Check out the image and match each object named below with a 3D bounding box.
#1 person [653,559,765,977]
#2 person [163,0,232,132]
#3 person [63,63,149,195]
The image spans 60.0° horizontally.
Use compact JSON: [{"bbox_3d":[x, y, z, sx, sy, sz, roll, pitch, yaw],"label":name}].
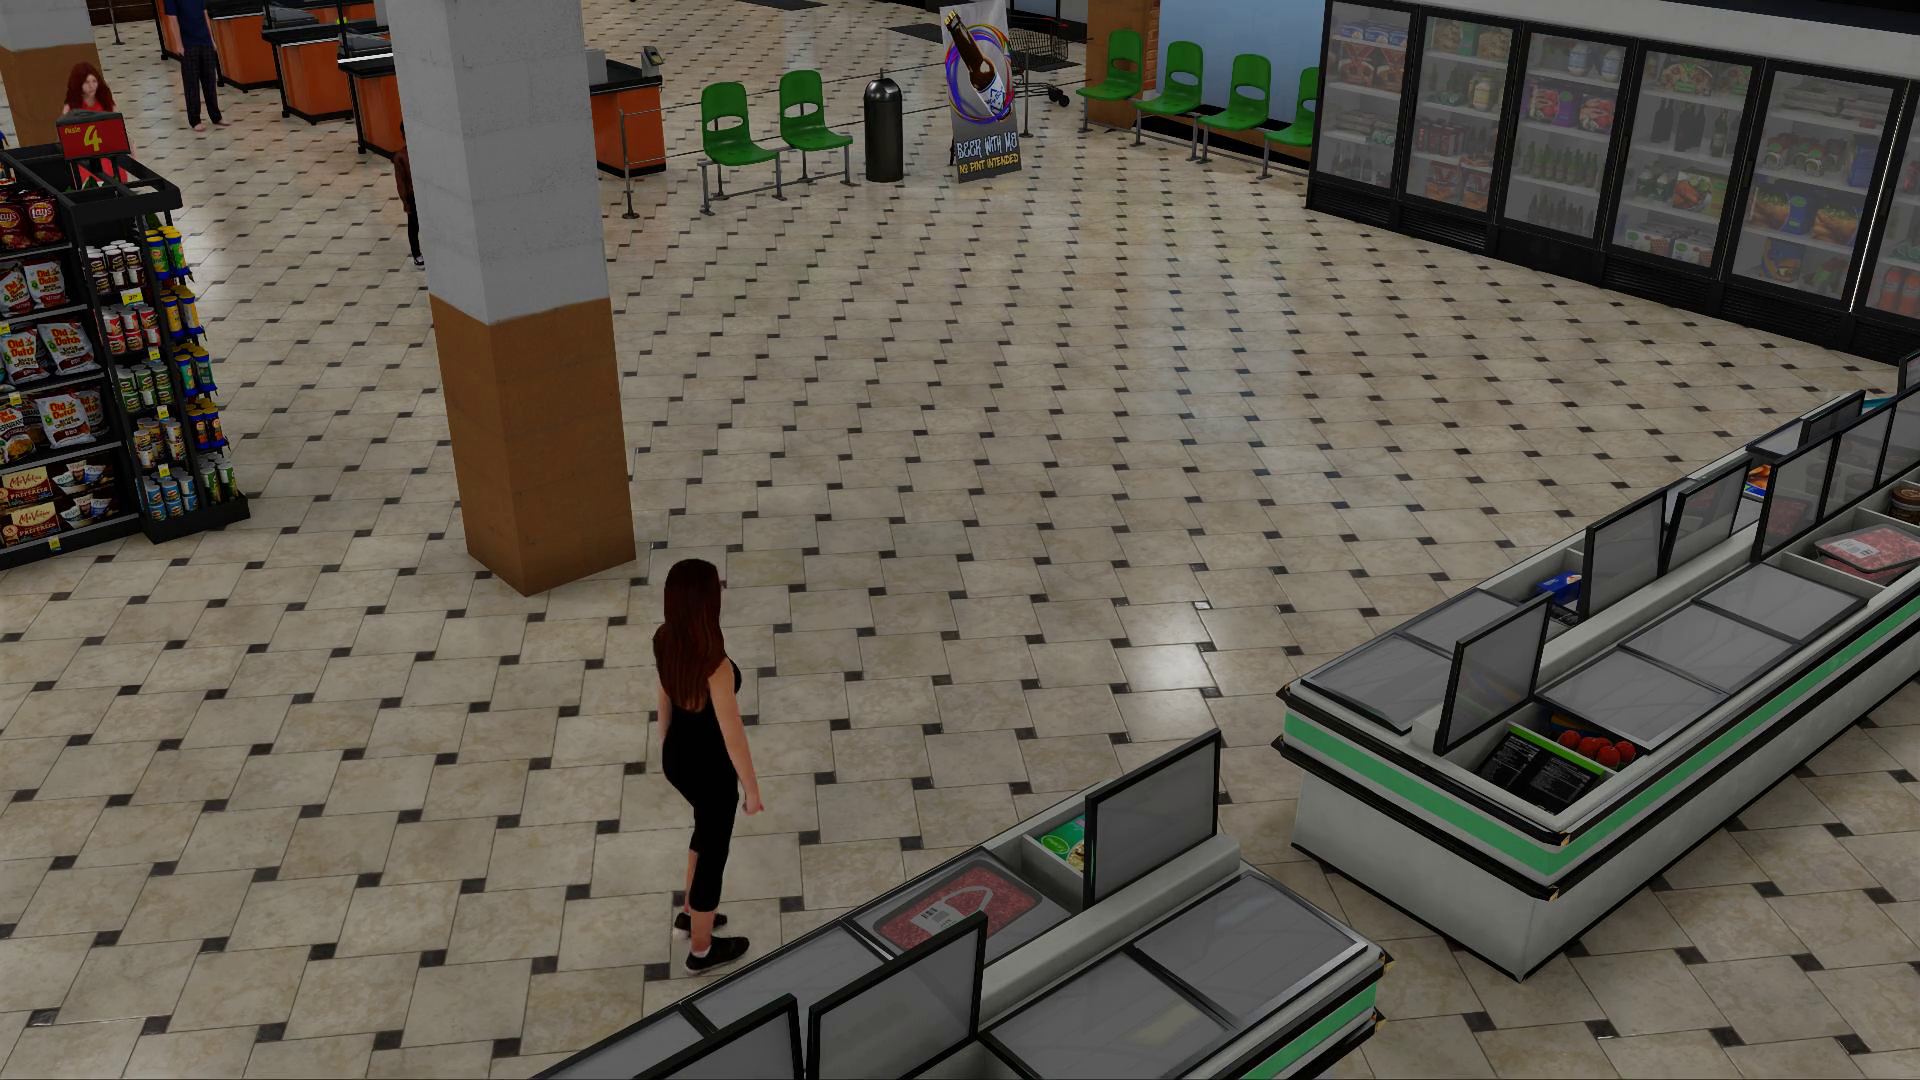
[{"bbox_3d":[-1.016,0.870,6.041,0.579,1.716,0.605,-22,34,-37],"label":"person"},{"bbox_3d":[-8.535,-5.539,18.505,0.780,1.872,0.596,16,31,29],"label":"person"},{"bbox_3d":[-6.952,-2.942,13.498,1.103,1.770,0.712,-23,35,-37],"label":"person"}]
